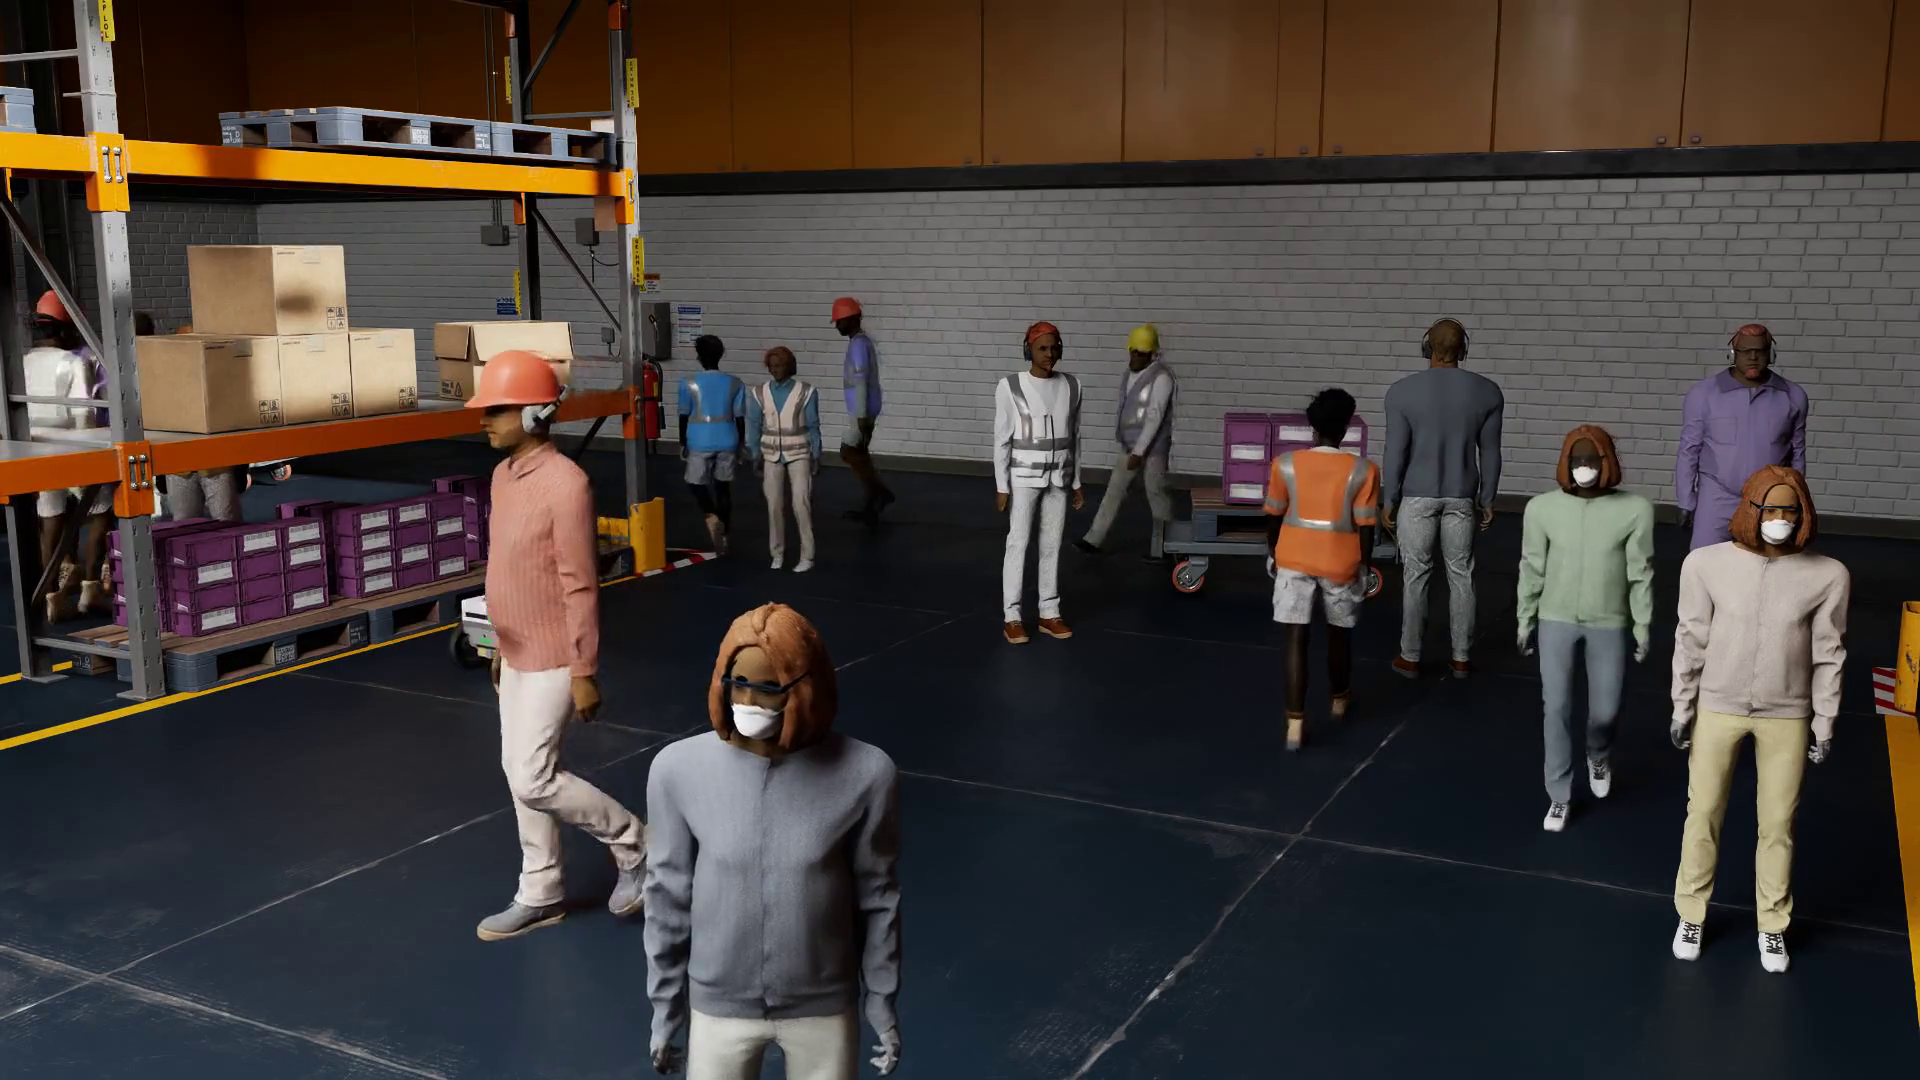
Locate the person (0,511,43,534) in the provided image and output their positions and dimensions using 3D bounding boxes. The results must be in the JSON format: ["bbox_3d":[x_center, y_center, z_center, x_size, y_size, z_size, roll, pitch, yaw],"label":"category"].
[{"bbox_3d":[-7.741,-0.990,13.420,0.565,1.933,0.380,2,10,11],"label":"person"}]

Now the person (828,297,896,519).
[{"bbox_3d":[-0.876,-1.110,14.193,0.492,1.904,0.587,0,10,1],"label":"person"}]

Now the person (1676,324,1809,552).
[{"bbox_3d":[4.197,-0.204,8.945,0.653,1.906,0.405,2,10,11],"label":"person"}]

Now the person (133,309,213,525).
[{"bbox_3d":[-5.482,-0.657,11.607,0.781,1.907,0.676,-1,10,-5],"label":"person"}]

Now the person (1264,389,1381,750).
[{"bbox_3d":[1.697,0.114,7.828,0.541,1.646,0.863,3,10,18],"label":"person"}]

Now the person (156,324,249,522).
[{"bbox_3d":[-4.864,-0.460,10.658,0.621,1.835,0.430,0,10,-3],"label":"person"}]

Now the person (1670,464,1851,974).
[{"bbox_3d":[2.529,0.566,5.305,0.497,1.629,0.277,4,10,21],"label":"person"}]

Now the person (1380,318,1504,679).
[{"bbox_3d":[2.568,-0.215,8.918,0.635,1.937,0.352,0,10,1],"label":"person"}]

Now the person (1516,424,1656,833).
[{"bbox_3d":[2.486,0.338,6.639,0.514,1.615,0.461,5,11,25],"label":"person"}]

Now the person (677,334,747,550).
[{"bbox_3d":[-1.841,-0.712,12.549,0.536,1.669,0.600,-5,11,-26],"label":"person"}]

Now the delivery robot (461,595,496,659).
[{"bbox_3d":[-2.388,0.385,9.172,0.477,0.478,0.707,6,11,32],"label":"delivery robot"}]

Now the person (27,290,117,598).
[{"bbox_3d":[-5.823,-0.615,10.930,0.614,2.040,0.390,0,10,0],"label":"person"}]

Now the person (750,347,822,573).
[{"bbox_3d":[-1.239,-0.579,11.952,0.508,1.618,0.381,2,10,13],"label":"person"}]

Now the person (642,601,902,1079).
[{"bbox_3d":[-0.360,0.919,3.234,0.498,1.633,0.282,-1,10,-4],"label":"person"}]

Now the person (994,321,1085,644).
[{"bbox_3d":[0.468,-0.337,9.776,0.585,1.882,0.337,-5,11,-26],"label":"person"}]

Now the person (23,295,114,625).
[{"bbox_3d":[-5.520,-0.494,10.304,0.638,2.015,0.614,3,10,17],"label":"person"}]

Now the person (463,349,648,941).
[{"bbox_3d":[-1.334,0.359,5.500,0.543,1.980,0.622,-6,12,-33],"label":"person"}]

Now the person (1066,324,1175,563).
[{"bbox_3d":[1.248,-0.676,12.086,0.864,1.765,0.610,-5,11,-25],"label":"person"}]
